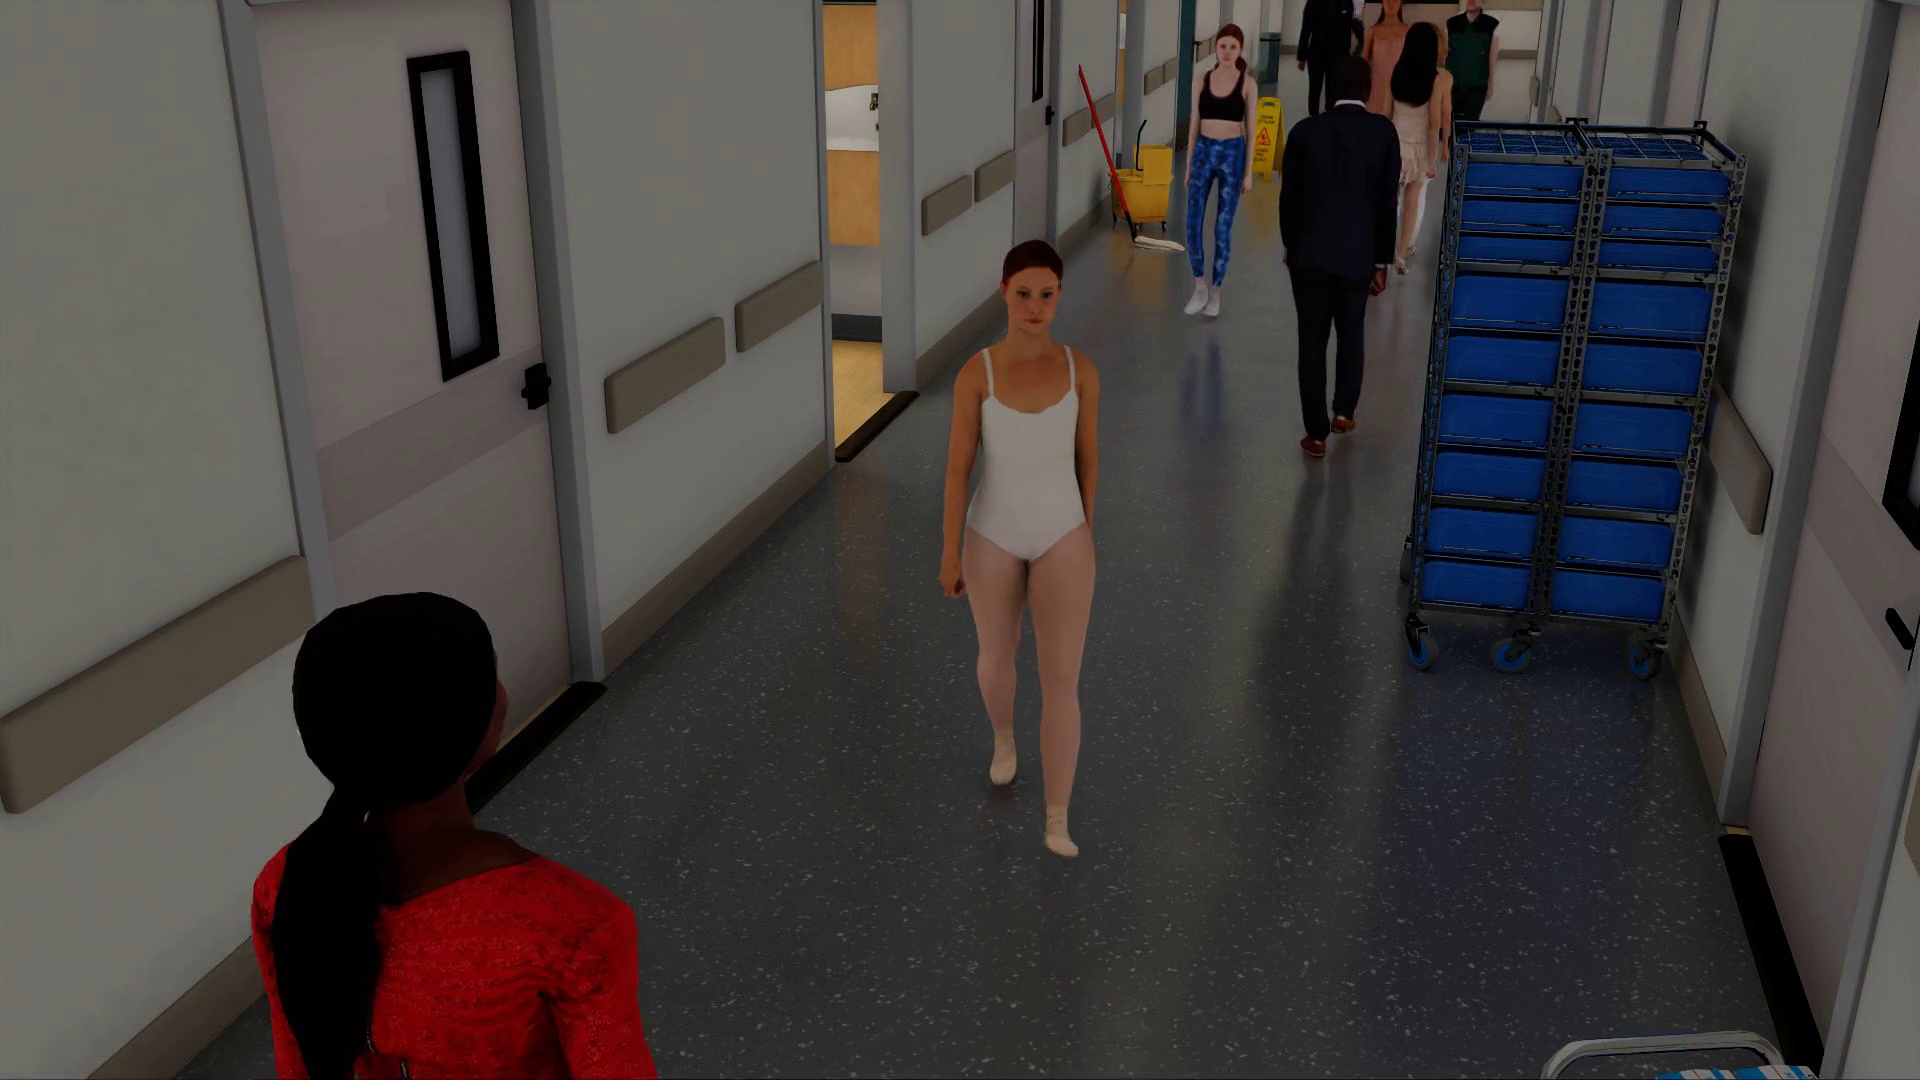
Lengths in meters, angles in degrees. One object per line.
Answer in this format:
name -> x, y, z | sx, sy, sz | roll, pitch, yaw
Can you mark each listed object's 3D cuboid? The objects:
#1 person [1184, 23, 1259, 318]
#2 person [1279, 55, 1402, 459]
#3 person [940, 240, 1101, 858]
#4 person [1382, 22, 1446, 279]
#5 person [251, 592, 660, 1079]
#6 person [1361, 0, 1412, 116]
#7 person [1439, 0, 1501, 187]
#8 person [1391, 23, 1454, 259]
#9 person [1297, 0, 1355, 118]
person -> 1.622, -2.273, 10.311 | 0.607, 1.774, 0.658 | 7, 22, 17
person -> 1.701, -1.252, 7.575 | 0.717, 1.803, 0.824 | 3, 21, 9
person -> 0.172, -0.009, 4.573 | 0.765, 1.606, 1.065 | -1, 21, -2
person -> 2.952, -2.553, 11.140 | 0.755, 1.712, 1.034 | 12, 24, 30
person -> -0.587, 0.945, 1.857 | 0.680, 1.745, 1.136 | 7, 22, 19
person -> 3.656, -3.785, 14.254 | 0.646, 1.809, 0.866 | 7, 22, 18
person -> 4.568, -4.087, 15.026 | 0.762, 1.828, 1.016 | 9, 23, 23
person -> 3.269, -2.874, 12.066 | 0.732, 1.655, 0.764 | 13, 24, 31
person -> 3.988, -5.252, 18.179 | 0.790, 1.773, 1.217 | 4, 21, 10
